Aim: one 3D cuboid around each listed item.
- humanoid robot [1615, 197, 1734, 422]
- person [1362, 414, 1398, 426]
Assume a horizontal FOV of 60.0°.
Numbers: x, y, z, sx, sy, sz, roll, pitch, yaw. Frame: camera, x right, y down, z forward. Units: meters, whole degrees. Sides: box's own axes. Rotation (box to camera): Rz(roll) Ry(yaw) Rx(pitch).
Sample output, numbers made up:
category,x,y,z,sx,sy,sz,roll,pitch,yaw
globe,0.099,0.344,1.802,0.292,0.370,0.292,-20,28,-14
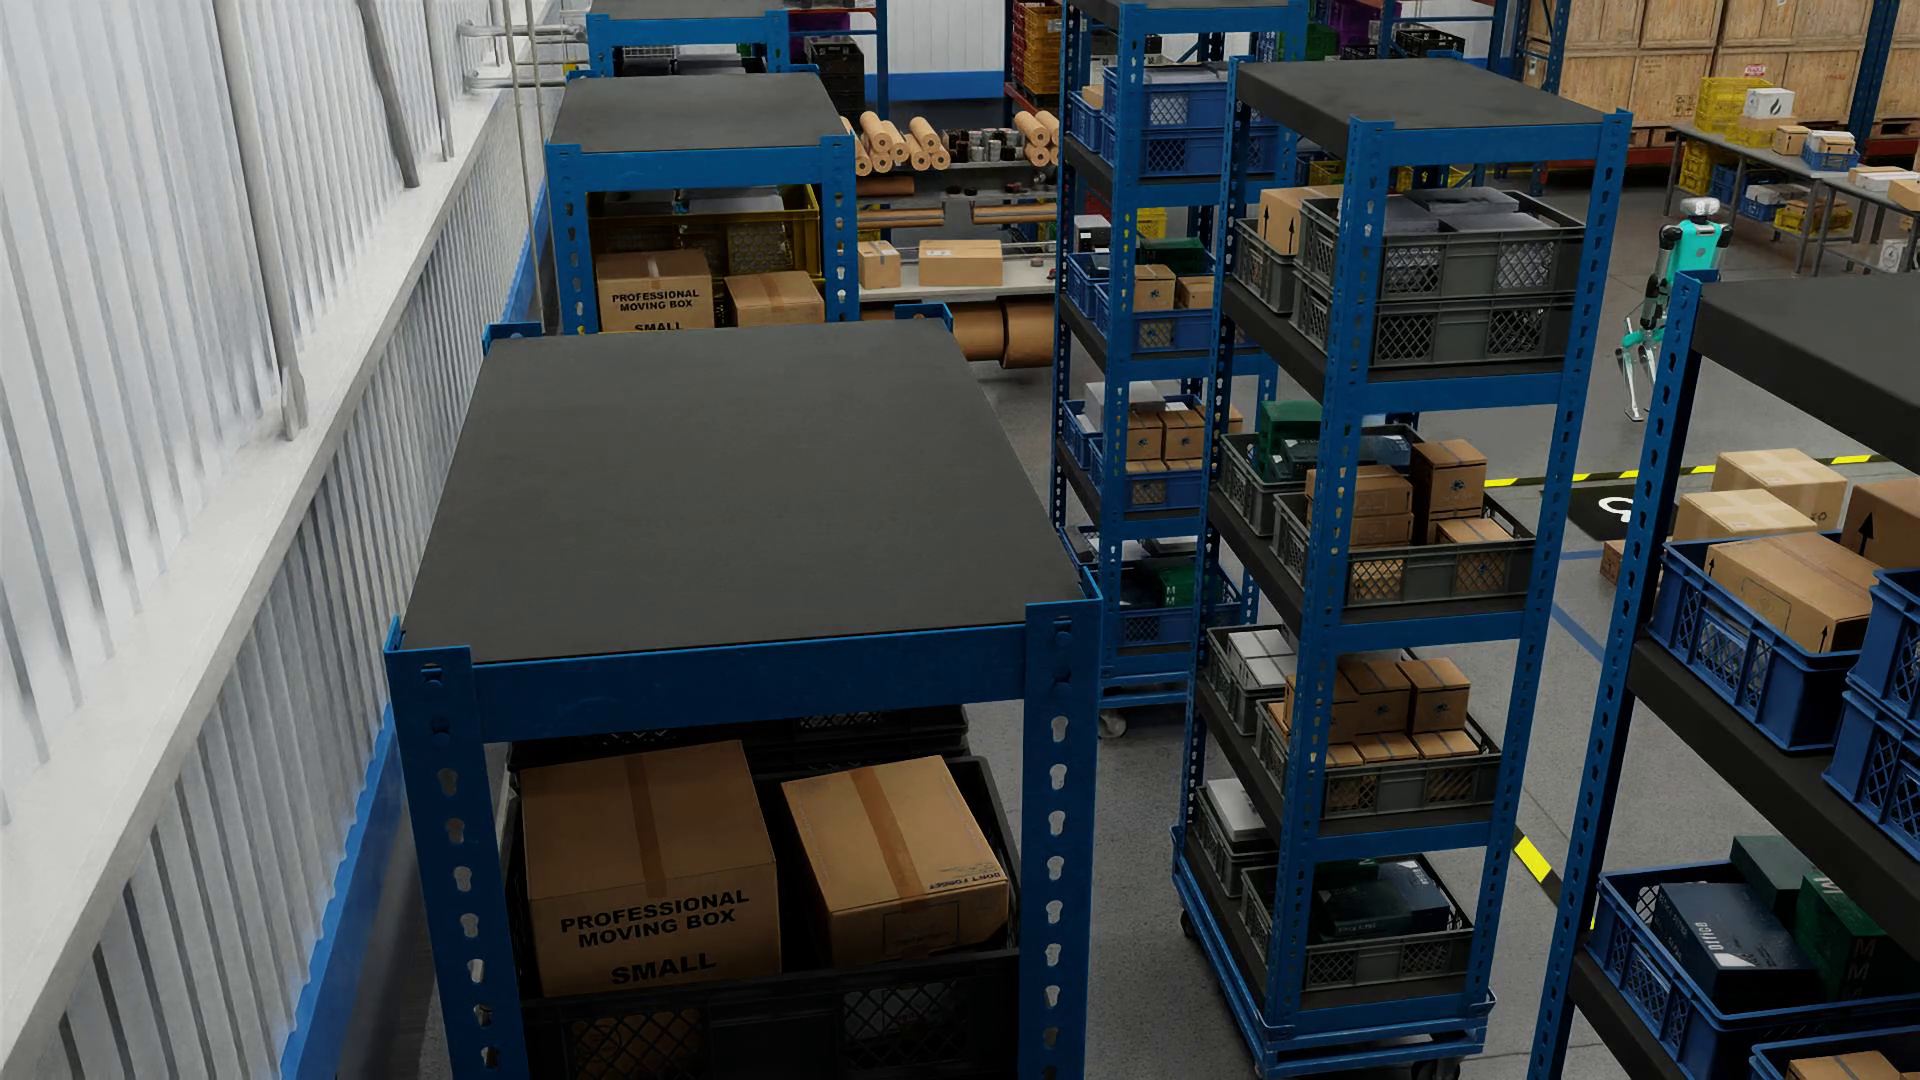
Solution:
category,x,y,z,sx,sy,sz,roll,pitch,yaw
humanoid robot,5.108,-1.714,12.107,0.533,1.677,0.735,-4,25,-9
person,1.925,0.191,7.993,0.605,1.849,0.401,3,25,7
